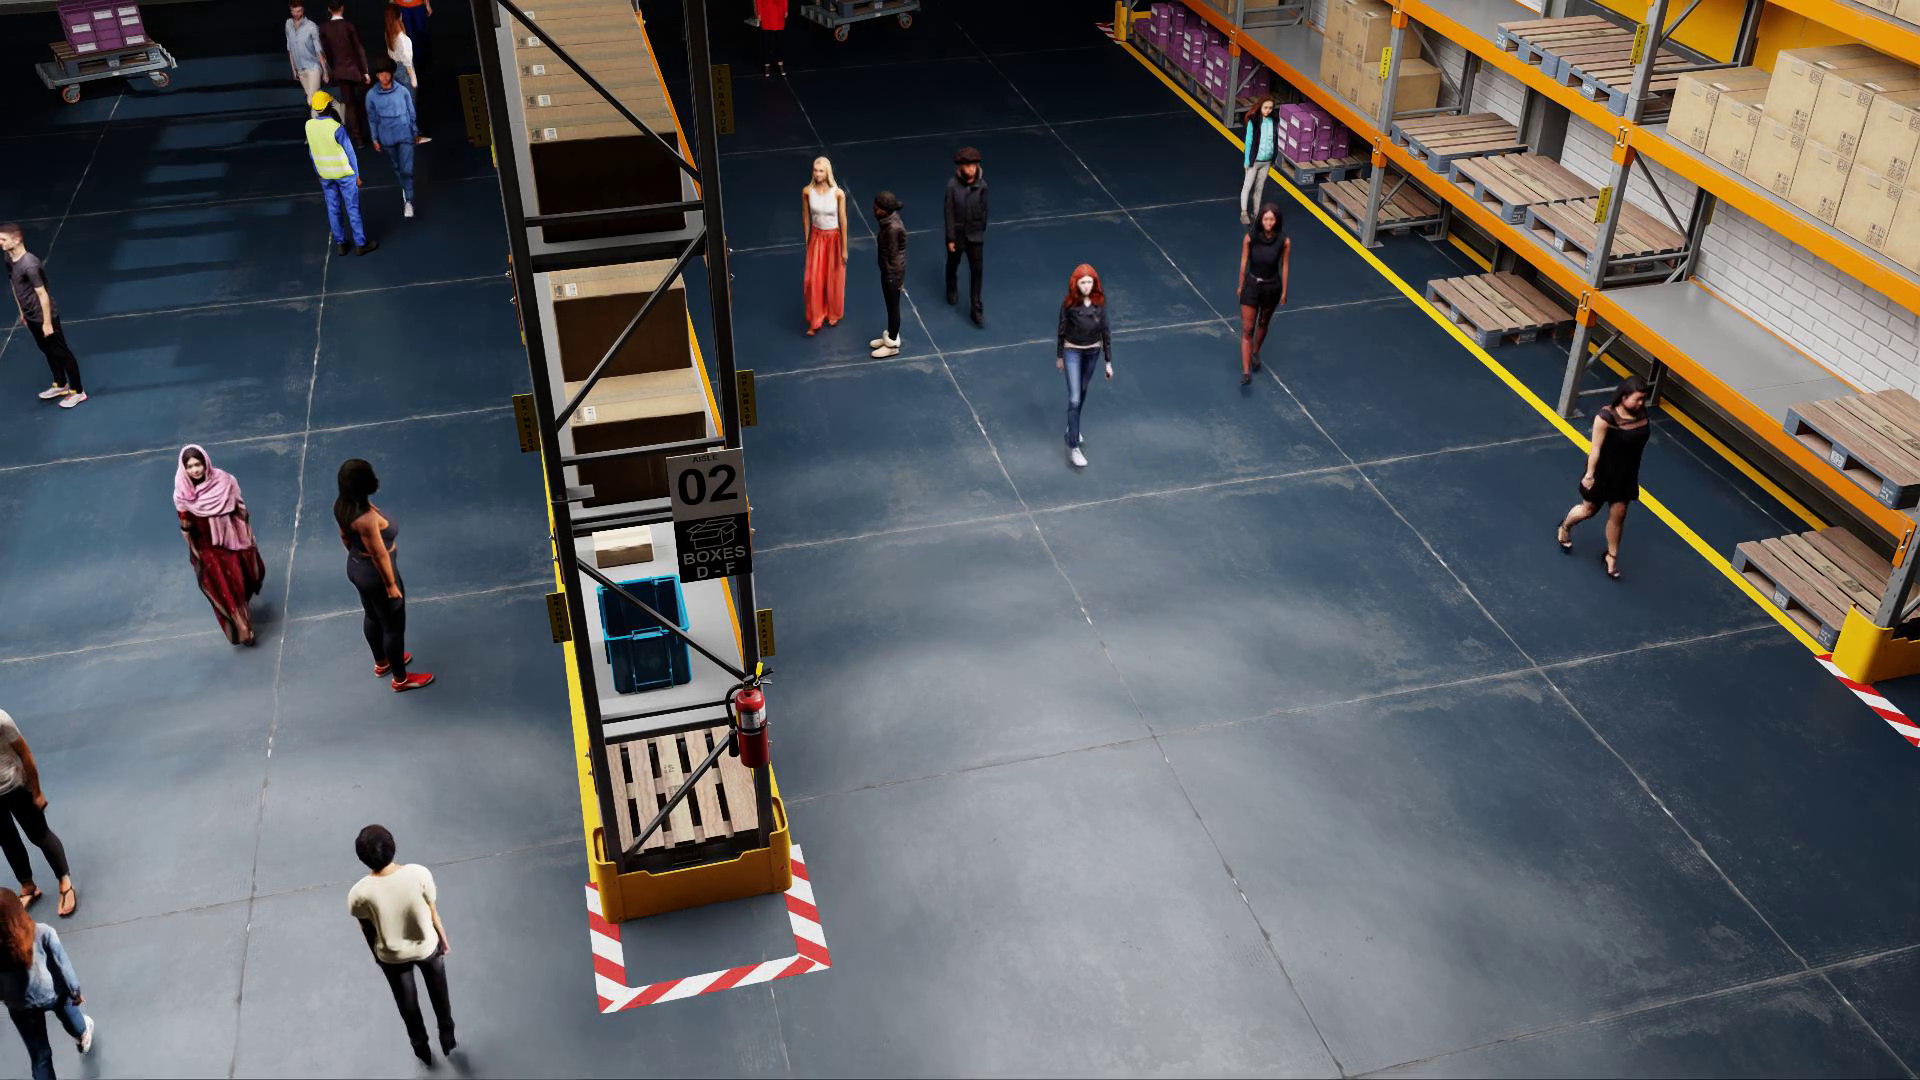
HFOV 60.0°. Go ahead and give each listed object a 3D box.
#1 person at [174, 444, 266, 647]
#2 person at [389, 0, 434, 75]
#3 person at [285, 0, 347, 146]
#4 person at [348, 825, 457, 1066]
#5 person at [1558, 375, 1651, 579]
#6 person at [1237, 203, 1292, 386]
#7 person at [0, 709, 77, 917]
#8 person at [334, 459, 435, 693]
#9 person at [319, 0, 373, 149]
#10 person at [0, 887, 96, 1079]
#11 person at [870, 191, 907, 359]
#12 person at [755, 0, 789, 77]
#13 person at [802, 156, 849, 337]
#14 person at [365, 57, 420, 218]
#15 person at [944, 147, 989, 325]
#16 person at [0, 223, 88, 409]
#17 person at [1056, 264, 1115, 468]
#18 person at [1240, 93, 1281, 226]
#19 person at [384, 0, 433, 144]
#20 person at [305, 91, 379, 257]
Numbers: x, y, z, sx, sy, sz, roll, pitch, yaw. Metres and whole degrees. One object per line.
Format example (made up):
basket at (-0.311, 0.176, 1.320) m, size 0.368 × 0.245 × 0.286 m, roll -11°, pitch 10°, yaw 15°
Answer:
person at (-5.431, -0.014, 12.214) m, size 0.785 × 1.619 × 0.980 m, roll -18°, pitch 38°, yaw -25°
person at (-7.655, -7.500, 23.241) m, size 0.804 × 1.878 × 0.780 m, roll 1°, pitch 34°, yaw 2°
person at (-8.128, -5.953, 20.973) m, size 1.037 × 1.813 × 1.177 m, roll 13°, pitch 36°, yaw 19°
person at (-2.950, 2.205, 8.921) m, size 0.656 × 1.568 × 0.703 m, roll -16°, pitch 37°, yaw -22°
person at (5.000, -0.541, 12.937) m, size 0.739 × 1.695 × 0.927 m, roll -13°, pitch 36°, yaw -18°
person at (2.838, -2.365, 15.671) m, size 0.859 × 1.707 × 1.149 m, roll 3°, pitch 34°, yaw 4°
person at (-5.620, 1.481, 9.779) m, size 0.642 × 1.824 × 0.591 m, roll -2°, pitch 34°, yaw -4°
person at (-4.102, 0.235, 11.662) m, size 0.841 × 1.814 × 0.725 m, roll -28°, pitch 42°, yaw -35°
person at (-7.622, -5.785, 20.696) m, size 0.847 × 1.838 × 1.008 m, roll 1°, pitch 34°, yaw 2°
person at (-4.826, 2.445, 8.675) m, size 0.651 × 1.441 × 1.035 m, roll -12°, pitch 35°, yaw -17°
person at (-0.647, -2.576, 16.030) m, size 0.634 × 1.660 × 0.563 m, roll 10°, pitch 35°, yaw 15°
person at (-2.617, -7.342, 23.121) m, size 0.597 × 1.747 × 0.586 m, roll -8°, pitch 34°, yaw -12°
person at (-1.288, -2.966, 16.507) m, size 0.868 × 1.783 × 1.026 m, roll 5°, pitch 34°, yaw 7°
person at (-6.457, -4.645, 19.046) m, size 0.741 × 1.767 × 1.171 m, roll -6°, pitch 34°, yaw -9°
person at (0.017, -3.121, 16.766) m, size 0.643 × 1.754 × 1.120 m, roll -6°, pitch 34°, yaw -10°
person at (-8.382, -2.057, 15.156) m, size 0.689 × 1.764 × 0.776 m, roll 23°, pitch 40°, yaw 30°
person at (1.036, -1.617, 14.497) m, size 0.590 × 1.760 × 1.002 m, roll -10°, pitch 35°, yaw -15°
person at (3.375, -4.327, 18.809) m, size 0.610 × 1.501 × 0.620 m, roll -14°, pitch 36°, yaw -20°
person at (-7.008, -5.874, 20.930) m, size 0.711 × 1.728 × 0.580 m, roll -26°, pitch 42°, yaw -33°
person at (-6.743, -3.964, 17.980) m, size 0.744 × 1.813 × 0.722 m, roll 4°, pitch 34°, yaw 6°
